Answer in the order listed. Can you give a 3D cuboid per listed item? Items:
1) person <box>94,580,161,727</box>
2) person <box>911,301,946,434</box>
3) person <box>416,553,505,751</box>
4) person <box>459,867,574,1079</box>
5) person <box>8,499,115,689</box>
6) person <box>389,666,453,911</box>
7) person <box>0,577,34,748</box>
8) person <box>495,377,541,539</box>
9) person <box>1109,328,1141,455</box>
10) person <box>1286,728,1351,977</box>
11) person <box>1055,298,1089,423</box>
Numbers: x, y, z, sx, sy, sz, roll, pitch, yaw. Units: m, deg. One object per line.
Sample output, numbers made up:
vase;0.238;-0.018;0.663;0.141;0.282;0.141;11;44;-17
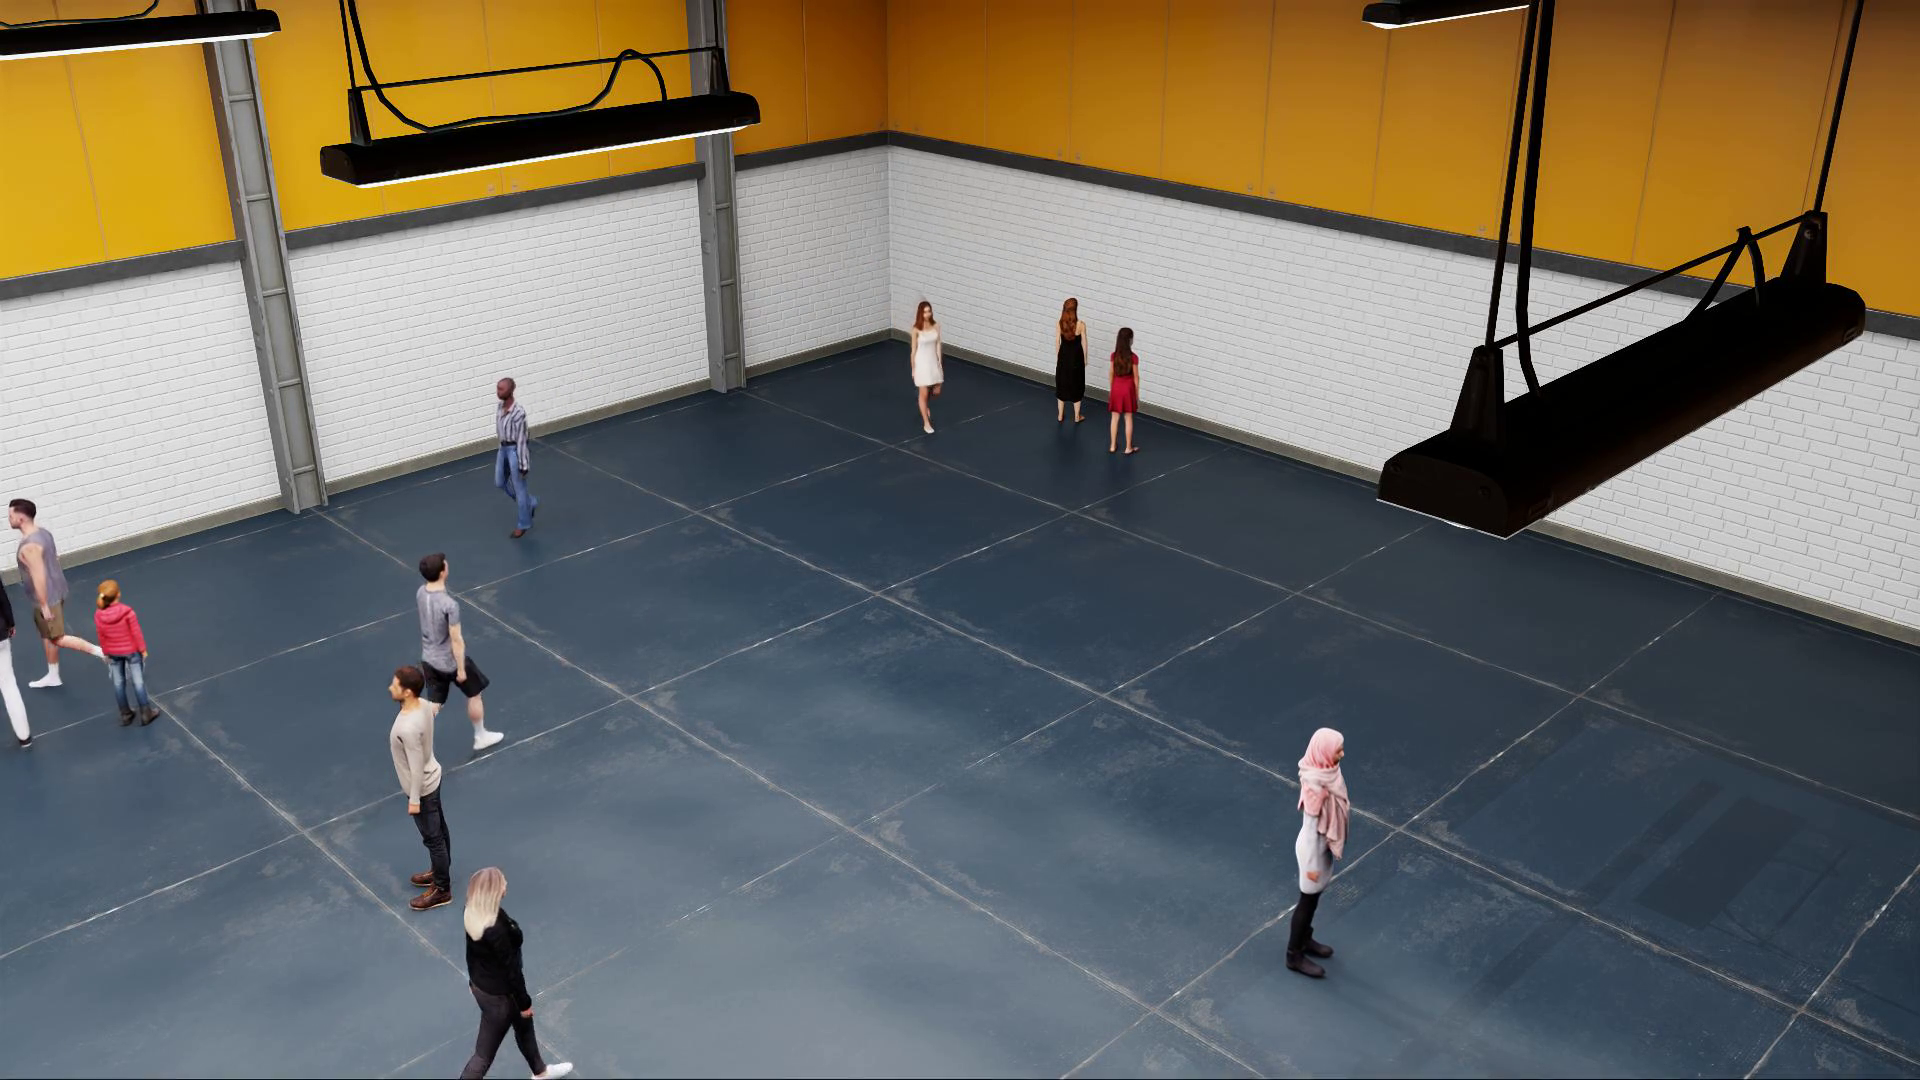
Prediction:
person;-7.111;0.958;14.113;0.583;1.315;0.646;0;24;-1
person;-0.452;-2.208;20.880;0.836;1.696;0.806;-10;26;-22
person;-4.220;0.995;13.361;0.805;1.850;1.197;15;28;30
person;-2.785;2.701;9.706;1.146;1.651;0.718;-19;30;-37
person;-7.973;0.492;14.689;1.182;1.822;1.005;-6;24;-13
person;-3.777;1.715;11.689;0.756;1.870;0.743;-5;24;-12
person;-7.984;0.870;13.699;0.990;1.807;0.717;-21;31;-39
person;-4.692;-0.901;17.782;0.645;1.783;0.671;21;31;39
person;1.981;-1.811;20.150;0.638;1.553;0.695;10;26;23
person;2.352;2.049;11.009;0.769;1.803;0.653;9;25;21
person;1.405;-2.296;21.169;0.667;1.625;0.706;6;24;14
